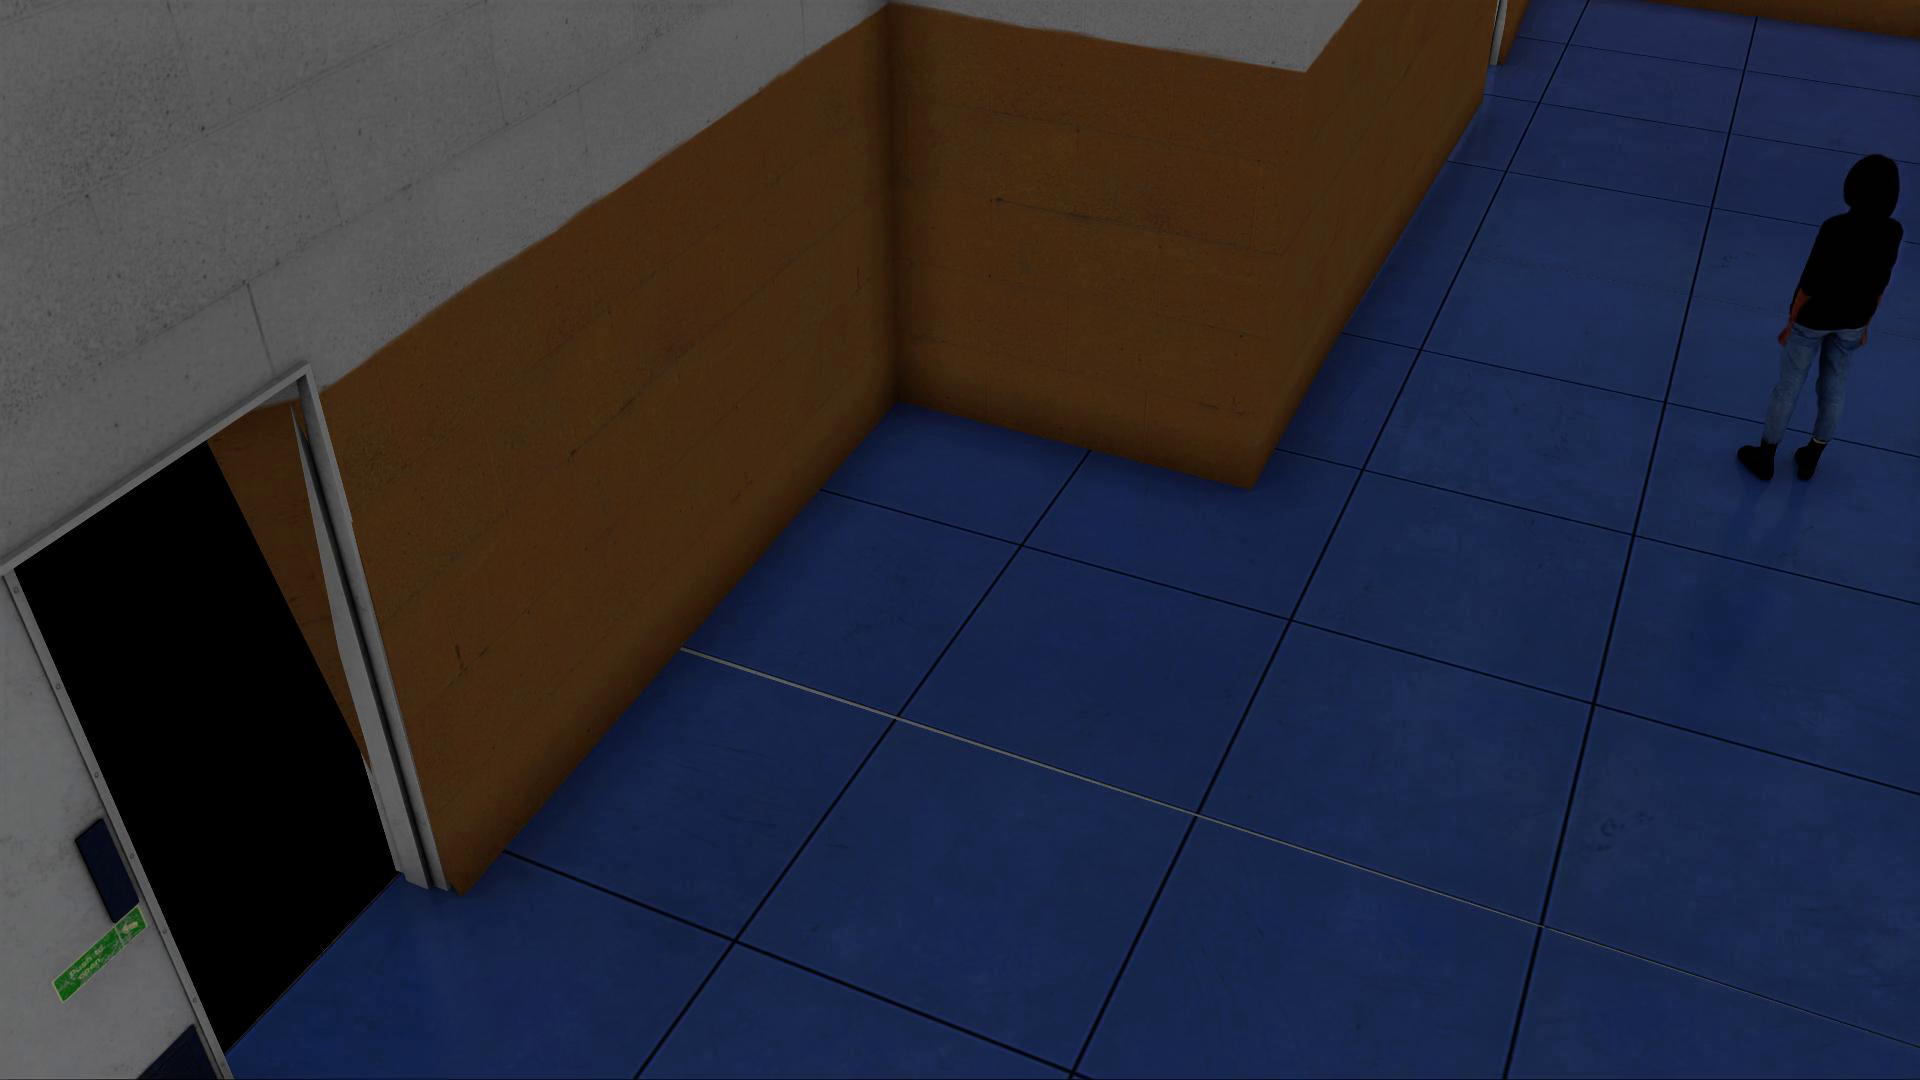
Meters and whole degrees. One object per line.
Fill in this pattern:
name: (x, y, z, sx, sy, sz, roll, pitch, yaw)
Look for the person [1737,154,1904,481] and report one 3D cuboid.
person: (4.194, -1.048, 8.037, 0.582, 1.701, 0.701, 2, 37, 3)
